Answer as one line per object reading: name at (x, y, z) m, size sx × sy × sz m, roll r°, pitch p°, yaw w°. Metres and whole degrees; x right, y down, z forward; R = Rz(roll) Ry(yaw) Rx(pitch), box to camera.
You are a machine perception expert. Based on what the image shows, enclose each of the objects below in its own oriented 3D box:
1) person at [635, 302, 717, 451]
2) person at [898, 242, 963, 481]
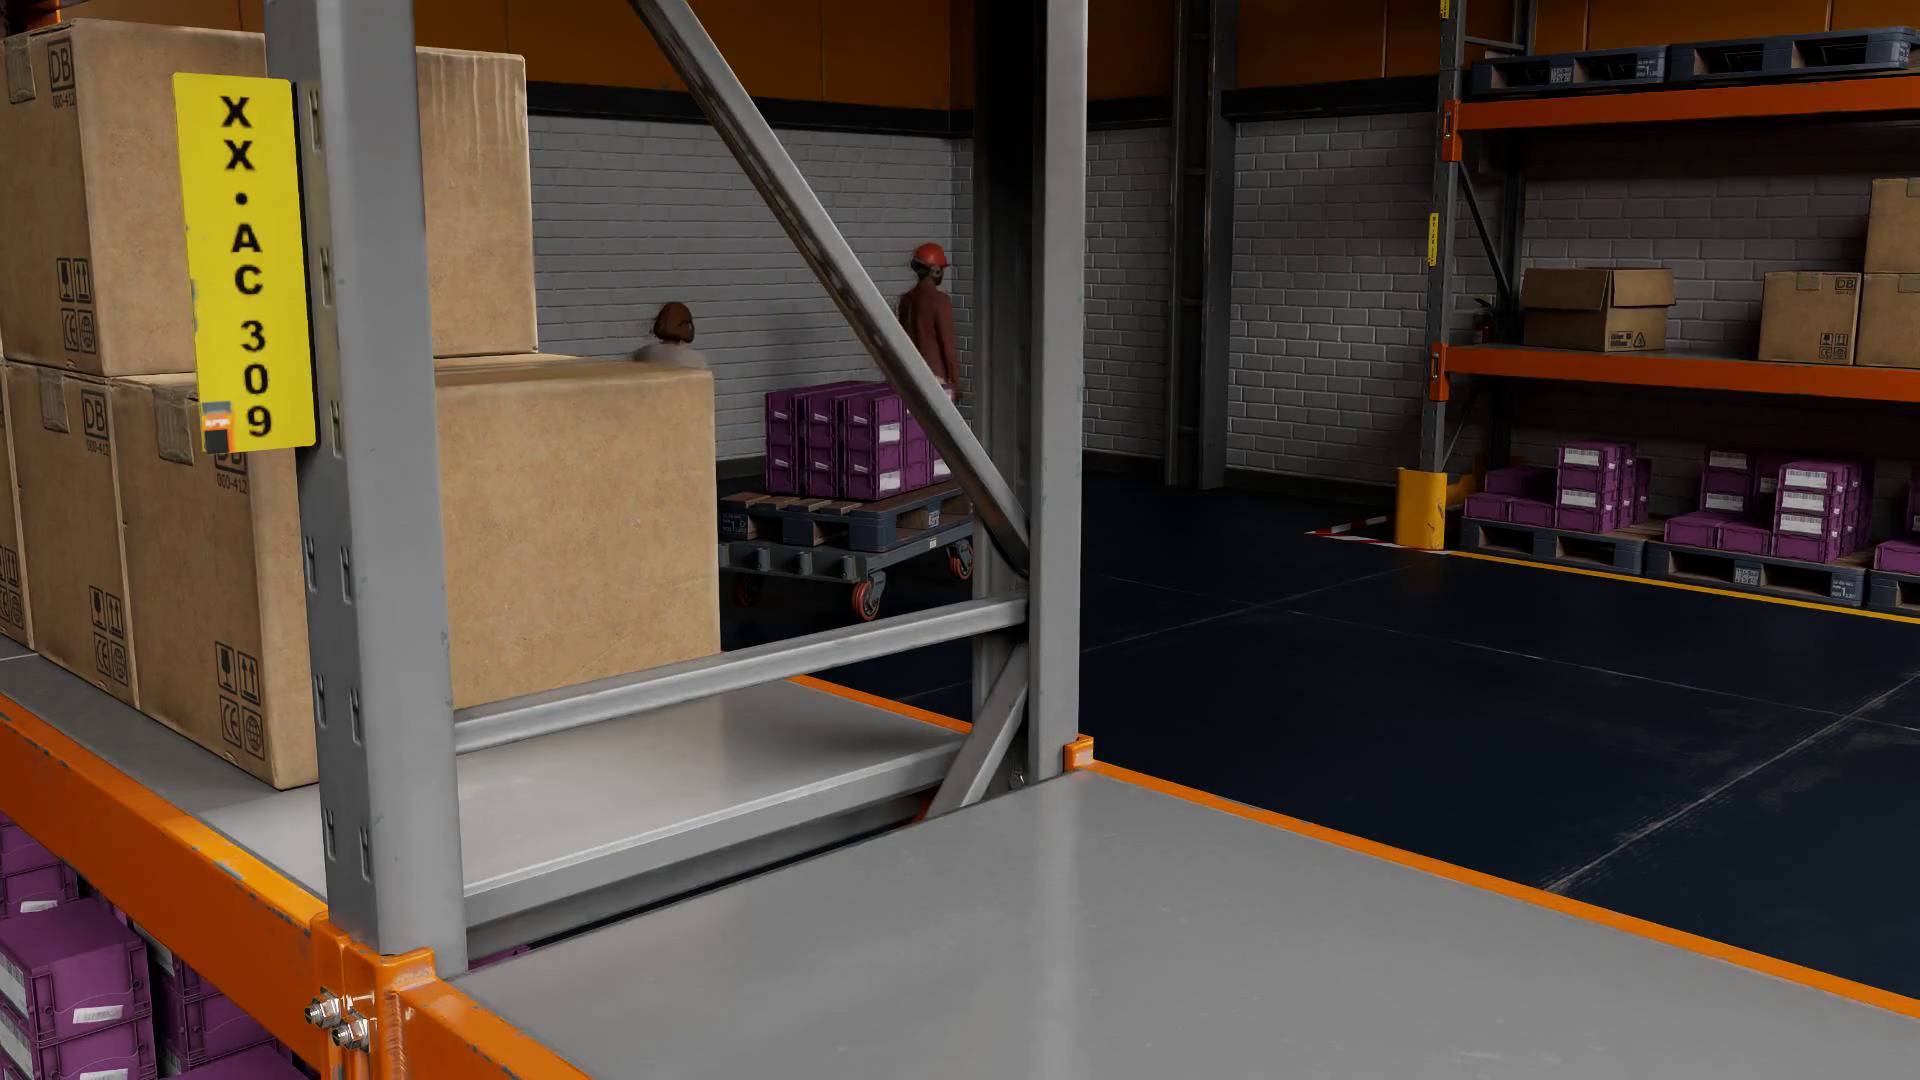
person at (-1.739, -0.646, 10.221) m, size 0.523 × 1.615 × 0.487 m, roll 4°, pitch 11°, yaw 23°
person at (-0.291, -1.249, 12.548) m, size 0.869 × 1.972 × 0.615 m, roll -6°, pitch 12°, yaw -31°
